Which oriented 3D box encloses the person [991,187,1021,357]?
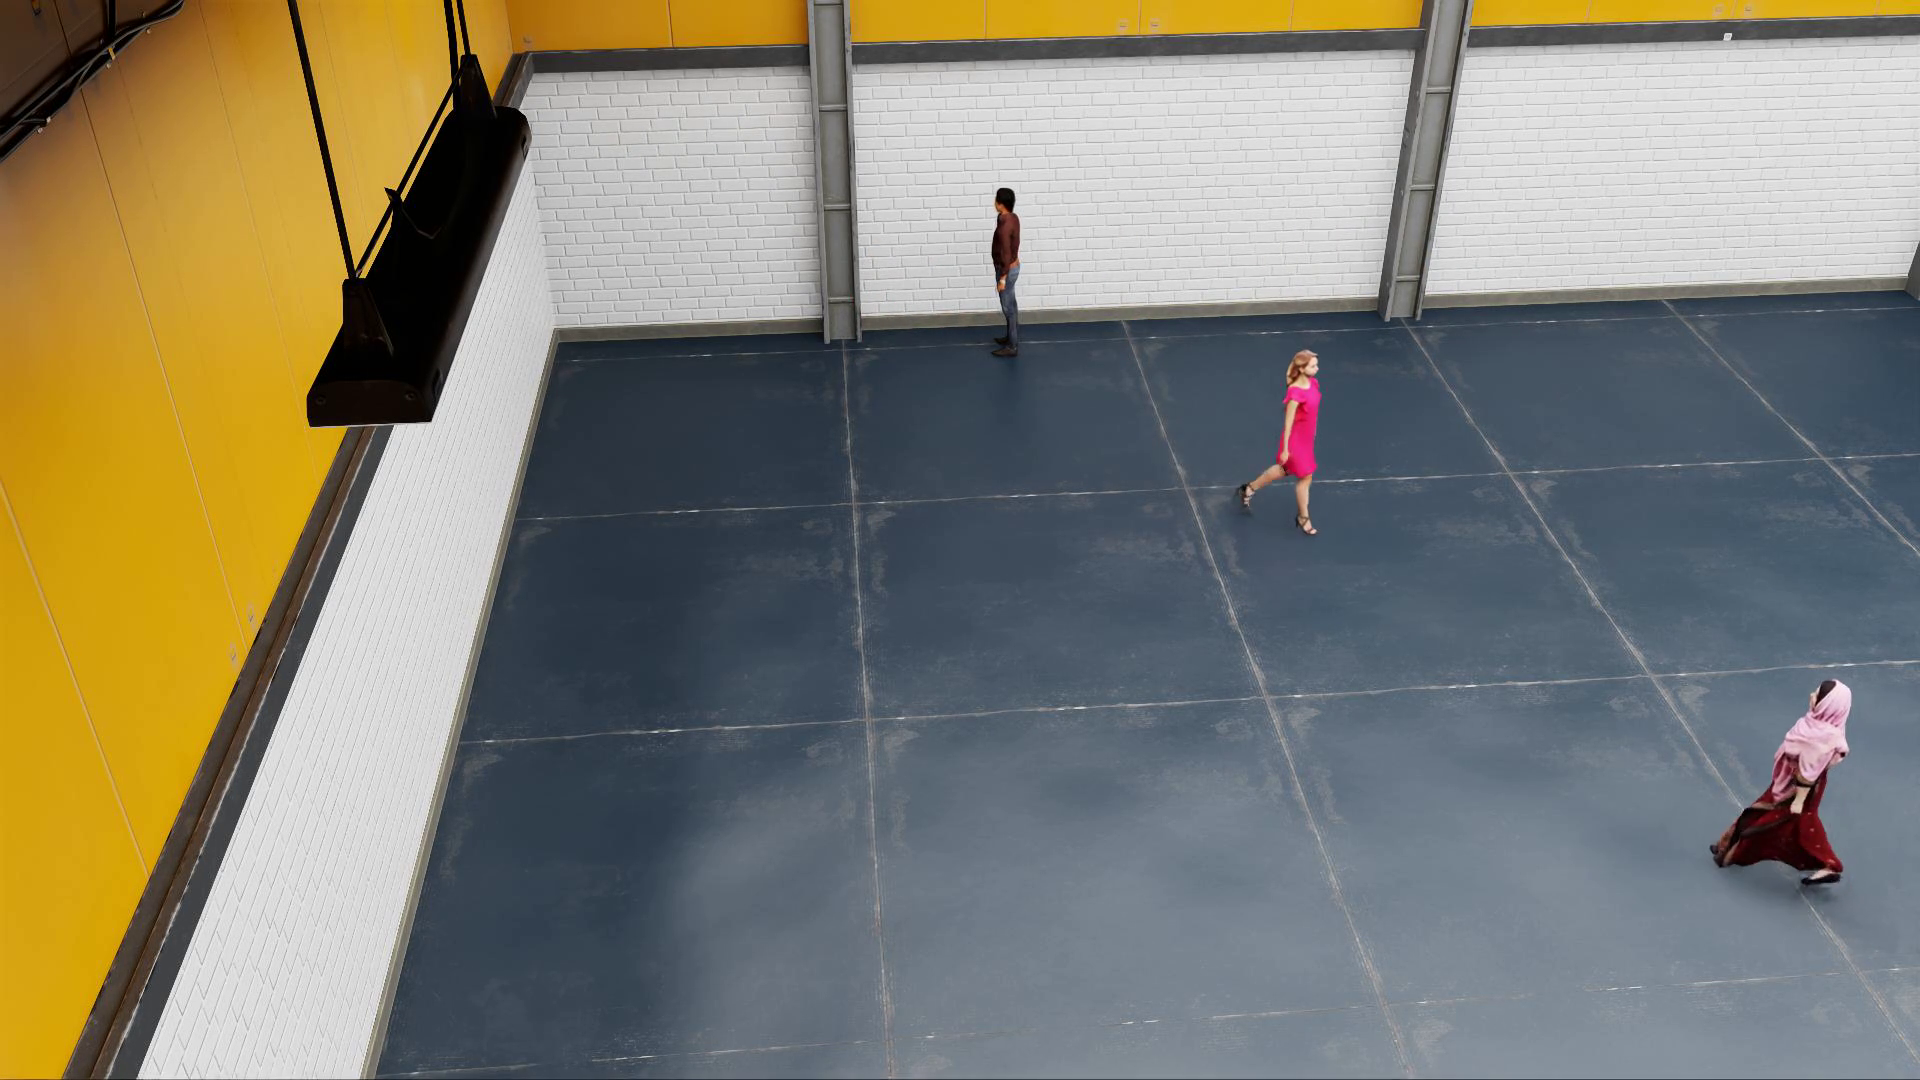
[{"bbox_3d":[0.482,-2.705,16.764,0.599,1.778,0.694,5,34,7],"label":"person"}]

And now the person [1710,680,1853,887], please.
[{"bbox_3d":[5.377,1.562,10.497,1.110,1.608,1.010,21,39,28],"label":"person"}]

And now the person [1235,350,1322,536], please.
[{"bbox_3d":[2.761,-0.853,14.054,1.081,1.693,0.936,17,37,24],"label":"person"}]
